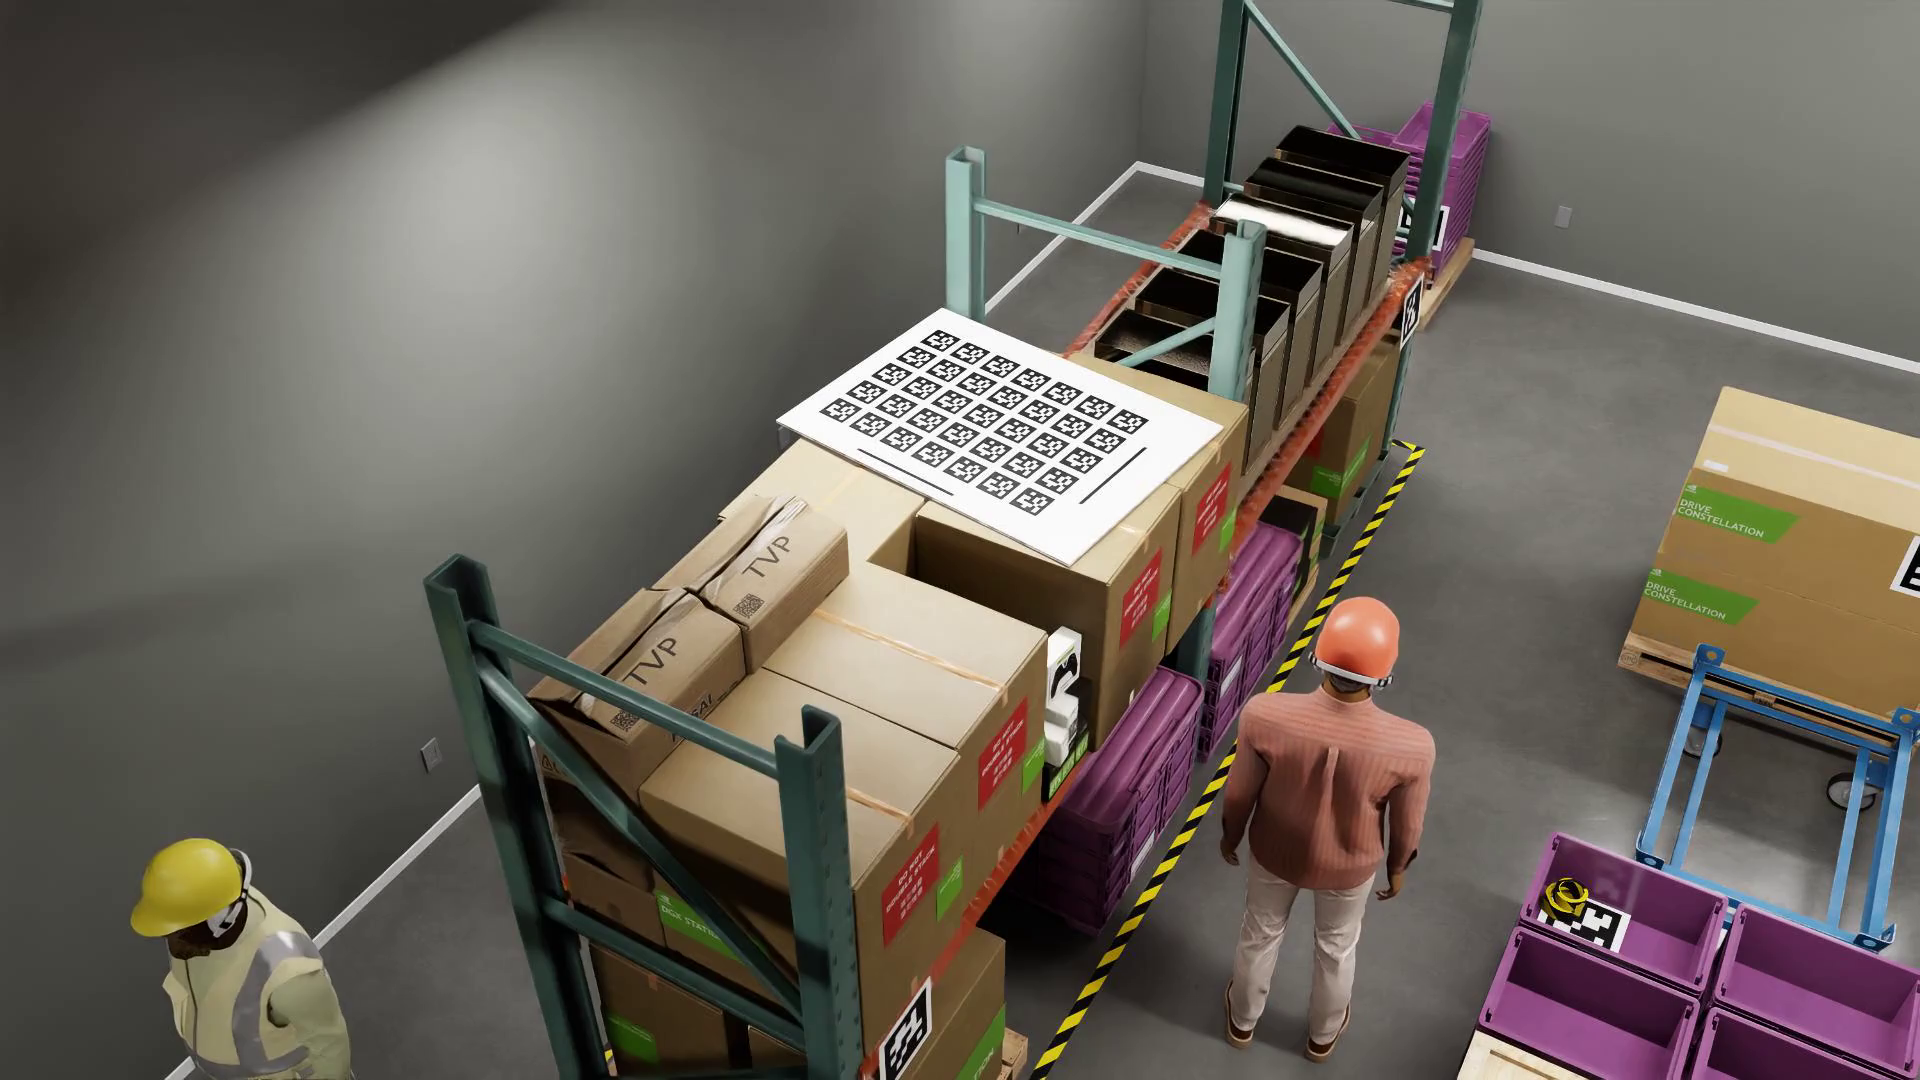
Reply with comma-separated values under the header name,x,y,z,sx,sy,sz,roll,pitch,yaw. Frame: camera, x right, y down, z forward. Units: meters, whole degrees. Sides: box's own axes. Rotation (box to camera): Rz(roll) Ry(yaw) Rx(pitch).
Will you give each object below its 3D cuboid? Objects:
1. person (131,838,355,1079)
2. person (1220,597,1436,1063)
name,x,y,z,sx,sy,sz,roll,pitch,yaw
person,-2.013,1.500,4.890,0.591,1.834,0.404,25,46,27
person,1.154,0.972,5.395,0.623,1.992,0.397,10,41,12
